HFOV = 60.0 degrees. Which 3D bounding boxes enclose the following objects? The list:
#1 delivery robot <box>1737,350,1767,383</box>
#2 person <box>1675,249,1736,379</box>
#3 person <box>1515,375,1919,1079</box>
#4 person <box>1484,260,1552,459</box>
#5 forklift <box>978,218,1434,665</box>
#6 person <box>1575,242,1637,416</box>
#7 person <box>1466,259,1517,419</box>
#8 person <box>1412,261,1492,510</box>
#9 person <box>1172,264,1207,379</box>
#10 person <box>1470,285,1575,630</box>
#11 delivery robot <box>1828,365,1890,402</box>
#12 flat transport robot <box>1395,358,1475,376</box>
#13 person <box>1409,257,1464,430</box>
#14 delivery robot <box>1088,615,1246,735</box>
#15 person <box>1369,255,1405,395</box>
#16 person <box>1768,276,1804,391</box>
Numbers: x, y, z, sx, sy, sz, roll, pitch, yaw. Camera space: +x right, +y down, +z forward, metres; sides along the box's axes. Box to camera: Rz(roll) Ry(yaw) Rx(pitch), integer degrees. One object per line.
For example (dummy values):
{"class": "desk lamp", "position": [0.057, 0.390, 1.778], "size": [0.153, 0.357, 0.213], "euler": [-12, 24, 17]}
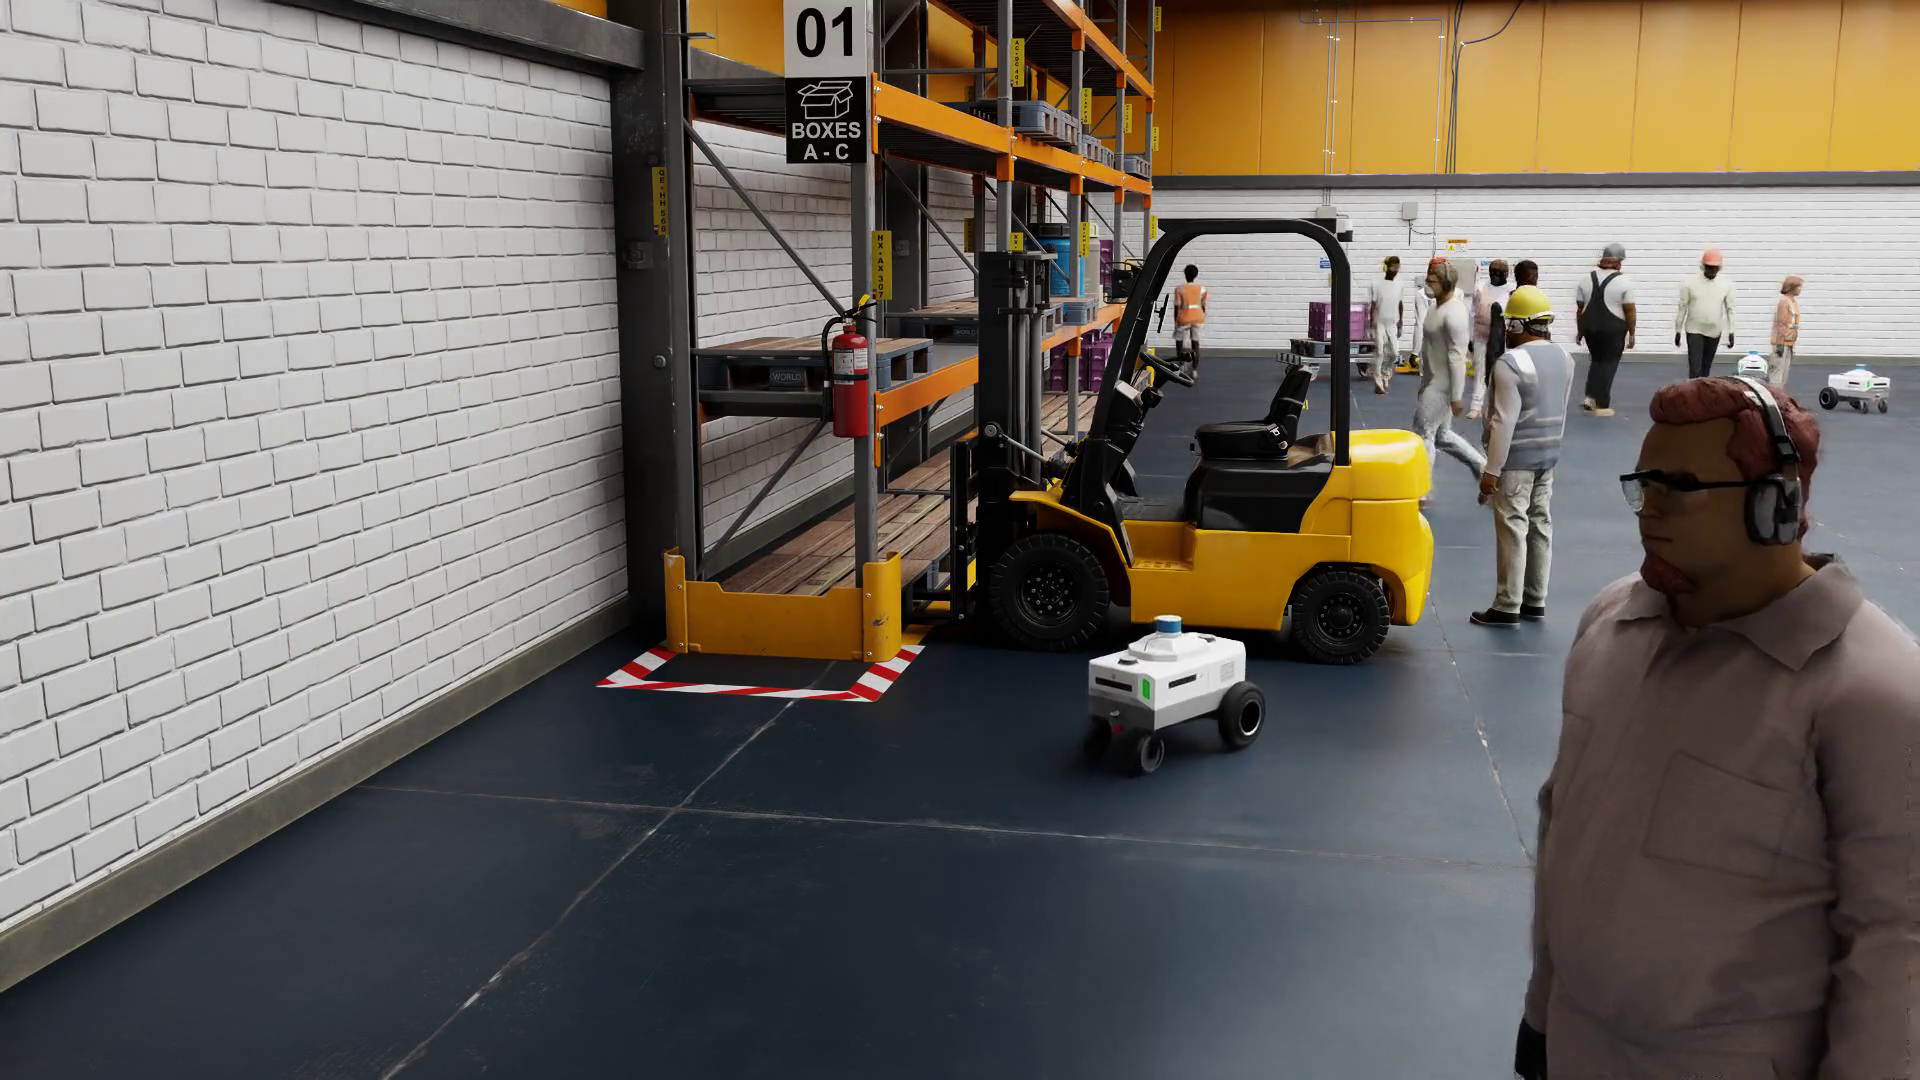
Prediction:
{"class": "delivery robot", "position": [10.731, -2.327, 22.523], "size": [0.477, 0.478, 0.707], "euler": [4, 11, 23]}
{"class": "person", "position": [8.880, -2.470, 19.762], "size": [0.638, 1.931, 1.039], "euler": [2, 11, 10]}
{"class": "person", "position": [1.022, 0.725, 2.354], "size": [0.402, 1.905, 0.673], "euler": [-4, 11, -19]}
{"class": "person", "position": [5.031, -1.519, 14.738], "size": [0.600, 1.877, 0.929], "euler": [-6, 12, -29]}
{"class": "forklift", "position": [1.285, -0.567, 8.635], "size": [2.313, 2.155, 1.214], "euler": [2, 11, 11]}
{"class": "person", "position": [7.589, -2.464, 19.452], "size": [0.540, 2.000, 0.707], "euler": [-8, 13, -36]}
{"class": "person", "position": [6.119, -2.287, 19.051], "size": [0.621, 1.837, 0.429], "euler": [6, 12, 29]}
{"class": "person", "position": [3.741, -1.162, 12.677], "size": [0.840, 1.912, 0.631], "euler": [1, 10, 6]}
{"class": "person", "position": [3.395, -3.225, 24.623], "size": [0.543, 1.682, 0.499], "euler": [-2, 10, -9]}
{"class": "person", "position": [2.997, -0.437, 8.913], "size": [0.588, 1.834, 0.403], "euler": [-8, 13, -37]}
{"class": "delivery robot", "position": [10.786, -1.863, 19.958], "size": [0.477, 0.478, 0.707], "euler": [-3, 11, -12]}
{"class": "flat transport robot", "position": [7.430, -2.644, 25.293], "size": [1.431, 0.197, 0.652], "euler": [9, 14, 41]}
{"class": "person", "position": [4.908, -1.972, 17.191], "size": [0.573, 1.883, 0.356], "euler": [-4, 11, -22]}
{"class": "delivery robot", "position": [0.843, 0.549, 6.754], "size": [0.477, 0.478, 0.707], "euler": [10, 14, 44]}
{"class": "person", "position": [5.664, -2.849, 22.091], "size": [0.531, 1.848, 0.373], "euler": [-2, 10, -10]}
{"class": "person", "position": [9.779, -2.305, 19.753], "size": [0.323, 1.620, 0.567], "euler": [7, 13, 34]}
